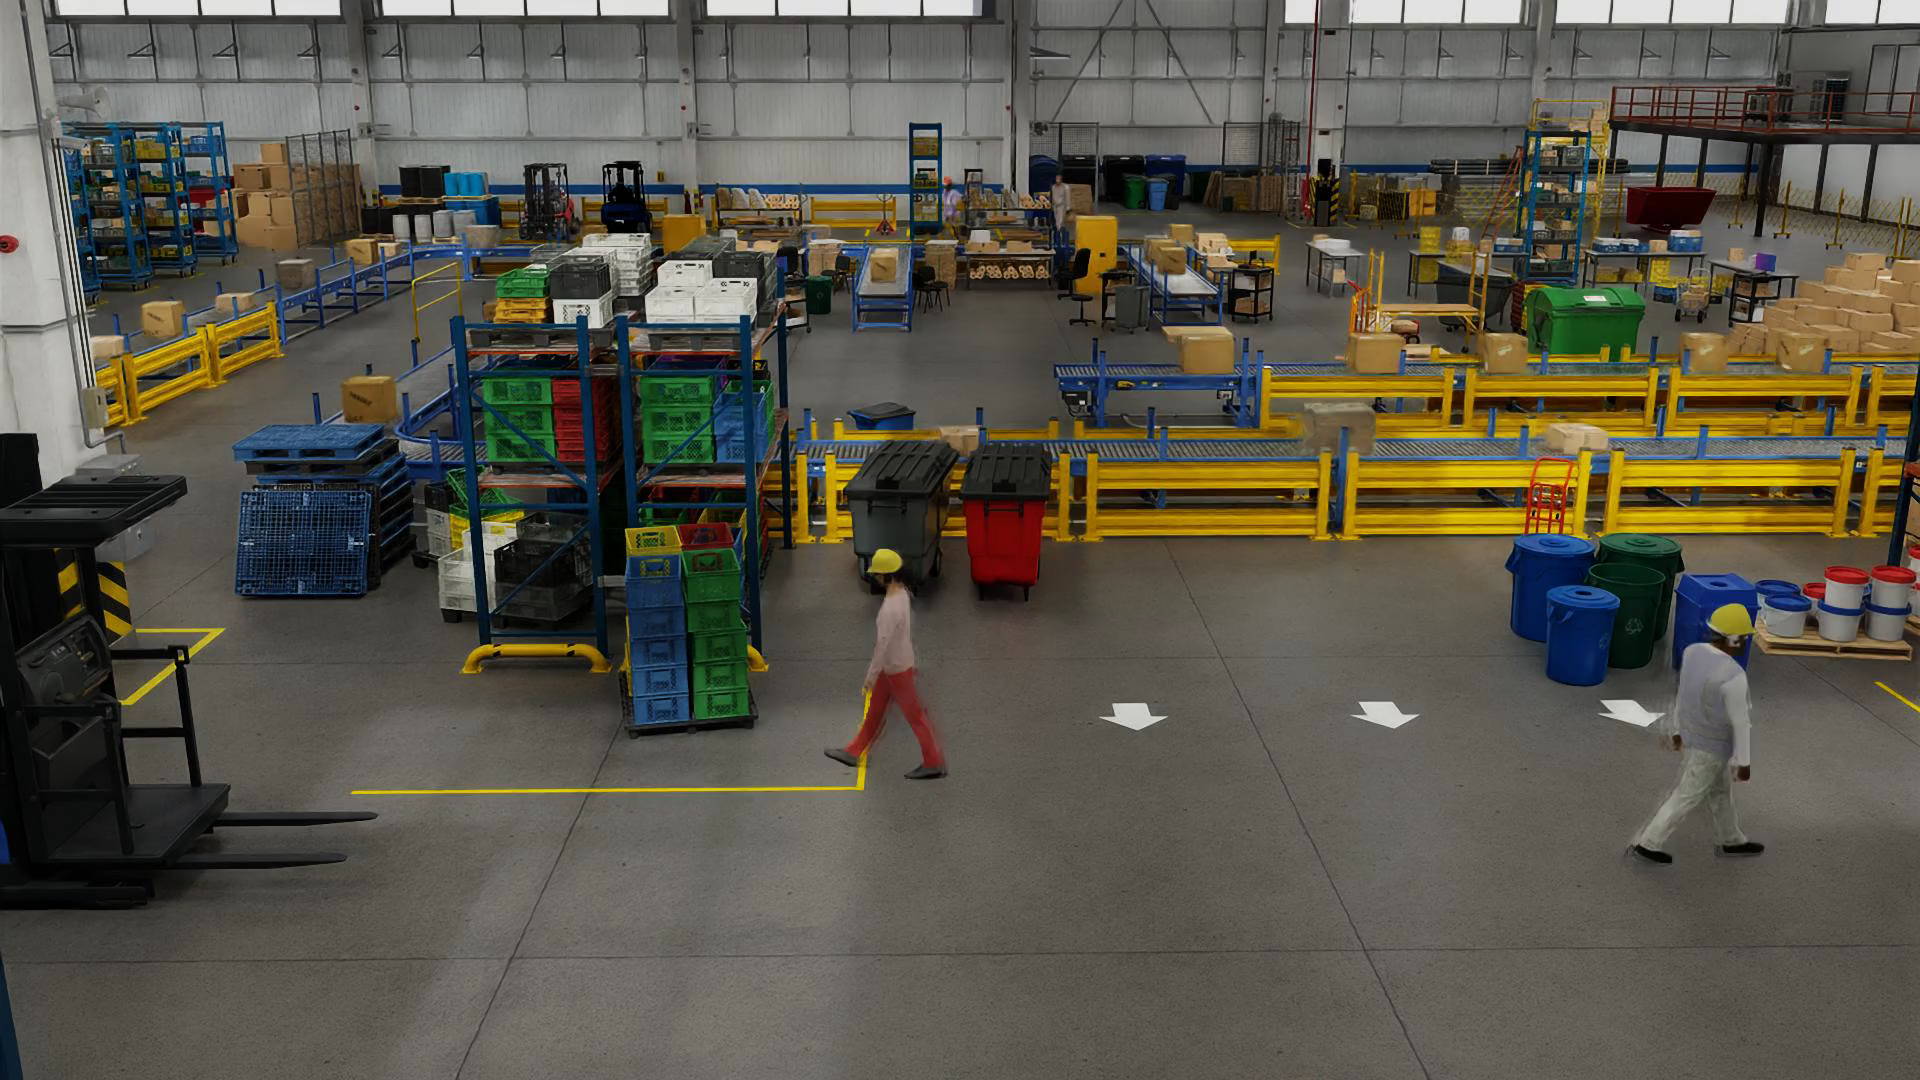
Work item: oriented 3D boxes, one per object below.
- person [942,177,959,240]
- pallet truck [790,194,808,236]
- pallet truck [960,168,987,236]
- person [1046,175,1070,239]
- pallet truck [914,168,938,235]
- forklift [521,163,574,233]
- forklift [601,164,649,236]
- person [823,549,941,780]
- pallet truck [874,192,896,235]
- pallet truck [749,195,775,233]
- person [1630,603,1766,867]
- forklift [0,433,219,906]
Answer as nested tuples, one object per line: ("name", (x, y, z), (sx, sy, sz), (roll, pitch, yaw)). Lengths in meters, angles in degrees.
("person", (-0.362, -9.013, 45.971), (0.628, 1.987, 1.045), (14, 21, 39))
("pallet truck", (-4.814, -9.883, 50.259), (0.704, 1.261, 1.522), (-1, 16, -3))
("pallet truck", (0.383, -10.230, 50.206), (0.823, 1.965, 1.885), (-1, 16, -3))
("person", (2.917, -9.843, 49.128), (0.646, 1.859, 1.013), (11, 19, 33))
("pallet truck", (-0.989, -10.316, 50.507), (0.823, 1.965, 1.885), (1, 16, 3))
("forklift", (-12.233, -10.122, 49.298), (1.157, 1.987, 2.680), (0, 16, -1))
("forklift", (-9.948, -10.127, 49.296), (1.157, 1.987, 2.680), (-1, 16, -3))
("person", (-0.552, 0.905, 11.981), (0.905, 1.719, 0.538), (1, 16, 3))
("pallet truck", (-2.277, -9.986, 50.594), (0.653, 1.274, 1.630), (0, 16, -1))
("pallet truck", (-6.051, -9.967, 50.660), (0.680, 1.201, 1.601), (0, 16, -1))
("person", (4.804, 1.262, 10.649), (0.941, 1.786, 0.610), (-1, 16, -2))
("forklift", (-5.952, 0.780, 10.366), (1.873, 2.768, 1.129), (0, 16, -1))
